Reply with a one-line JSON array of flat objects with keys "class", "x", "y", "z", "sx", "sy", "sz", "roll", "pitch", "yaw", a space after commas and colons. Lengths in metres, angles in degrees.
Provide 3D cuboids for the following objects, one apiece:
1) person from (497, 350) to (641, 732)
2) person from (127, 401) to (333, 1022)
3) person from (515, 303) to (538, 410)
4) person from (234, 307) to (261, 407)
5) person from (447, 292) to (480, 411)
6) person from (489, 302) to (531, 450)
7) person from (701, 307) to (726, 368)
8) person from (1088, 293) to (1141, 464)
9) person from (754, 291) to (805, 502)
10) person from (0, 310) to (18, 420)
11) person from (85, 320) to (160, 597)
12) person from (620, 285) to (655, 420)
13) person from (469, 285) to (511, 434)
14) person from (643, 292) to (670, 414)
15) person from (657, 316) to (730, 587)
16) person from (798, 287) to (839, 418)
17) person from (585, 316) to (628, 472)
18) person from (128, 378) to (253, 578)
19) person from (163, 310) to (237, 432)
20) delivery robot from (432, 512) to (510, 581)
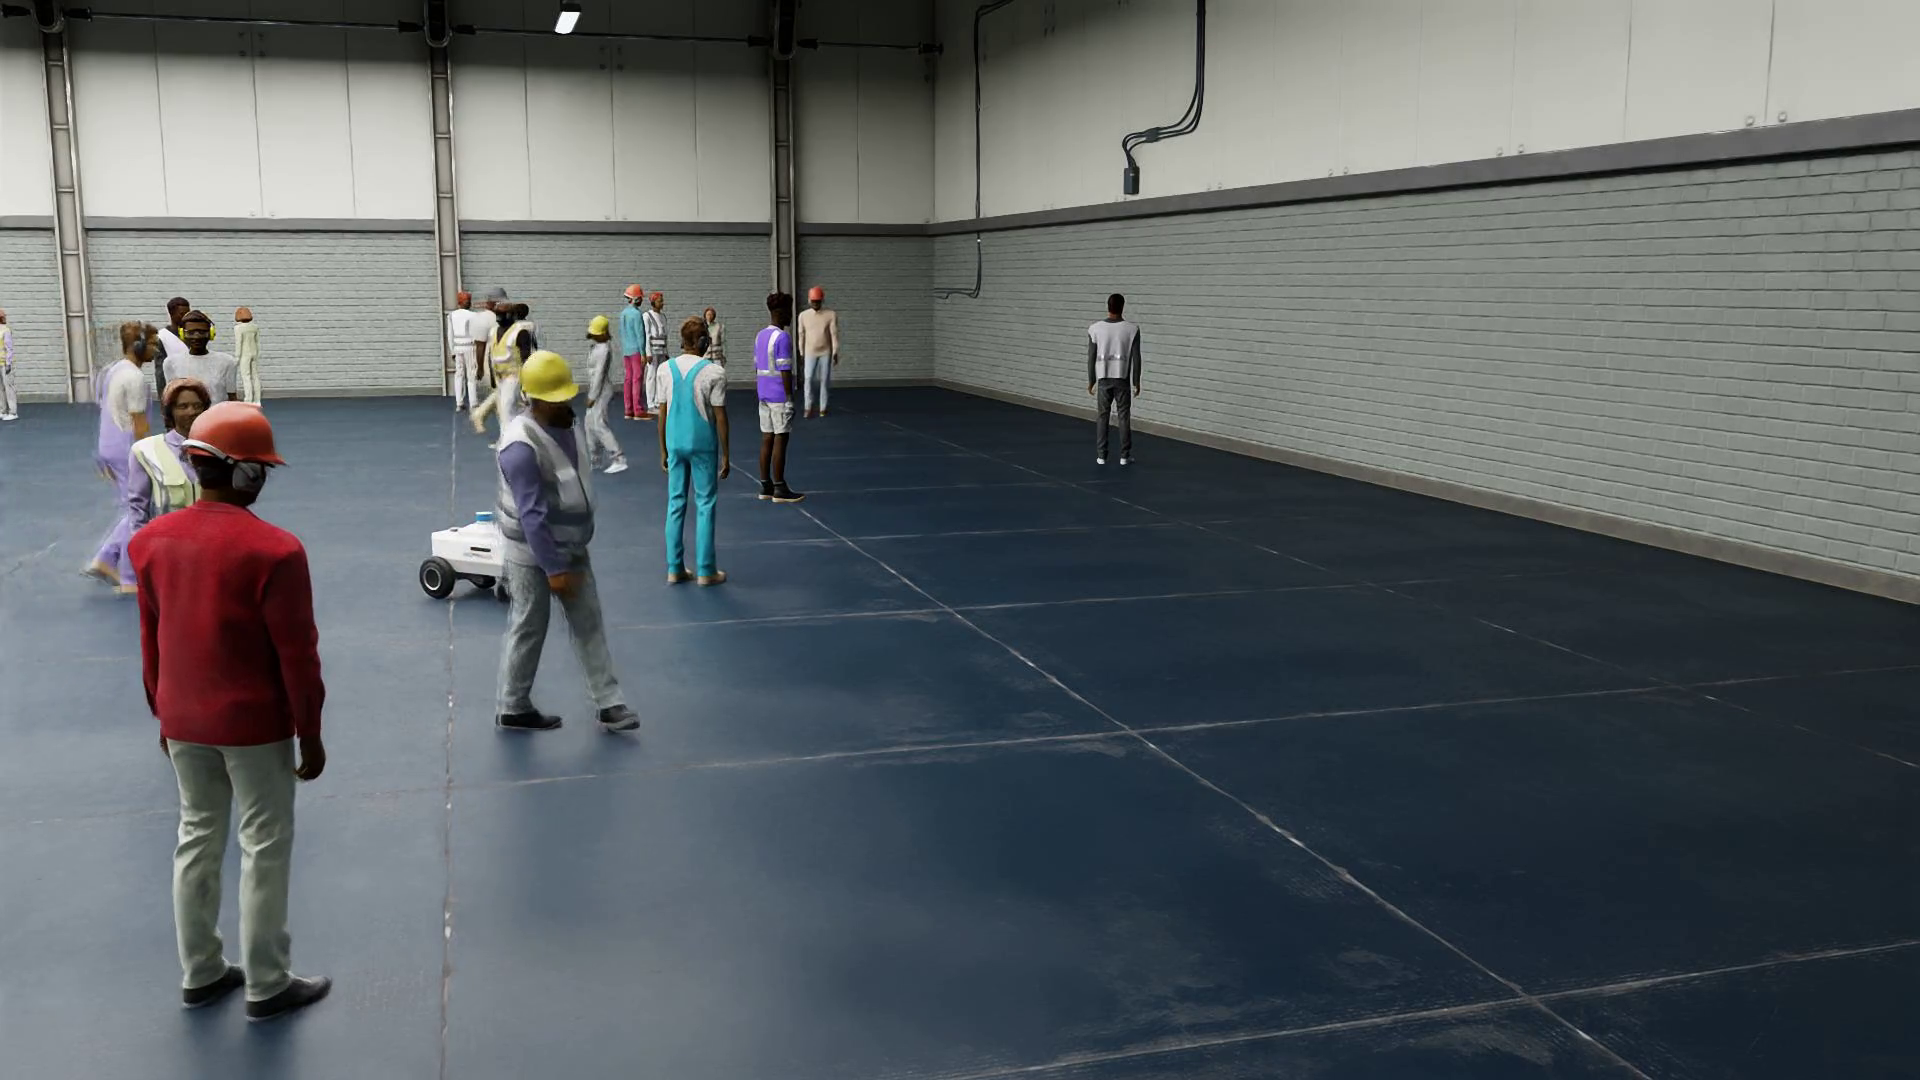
[{"class": "person", "x": -1.780, "y": 0.037, "z": 7.442, "sx": 0.770, "sy": 1.772, "sz": 0.651, "roll": 3, "pitch": 10, "yaw": 21}, {"class": "person", "x": -2.031, "y": 0.481, "z": 4.695, "sx": 0.575, "sy": 1.742, "sz": 0.356, "roll": 3, "pitch": 9, "yaw": 18}, {"class": "person", "x": -6.957, "y": -2.922, "z": 26.541, "sx": 0.317, "sy": 1.695, "sz": 0.540, "roll": 7, "pitch": 11, "yaw": 38}, {"class": "person", "x": -11.562, "y": -2.955, "z": 26.954, "sx": 0.280, "sy": 1.633, "sz": 0.500, "roll": 3, "pitch": 9, "yaw": 16}, {"class": "person", "x": -7.796, "y": -2.972, "z": 26.264, "sx": 0.584, "sy": 1.882, "sz": 0.346, "roll": 4, "pitch": 10, "yaw": 22}, {"class": "person", "x": -5.522, "y": -2.041, "z": 20.585, "sx": 0.633, "sy": 1.814, "sz": 0.852, "roll": 6, "pitch": 11, "yaw": 34}, {"class": "person", "x": -4.051, "y": -2.965, "z": 27.036, "sx": 0.509, "sy": 1.627, "sz": 0.323, "roll": -1, "pitch": 9, "yaw": -9}, {"class": "person", "x": 1.735, "y": -1.804, "z": 18.705, "sx": 0.598, "sy": 1.917, "sz": 0.375, "roll": 2, "pitch": 9, "yaw": 12}, {"class": "person", "x": -1.706, "y": -1.340, "z": 15.592, "sx": 0.362, "sy": 1.963, "sz": 0.614, "roll": -5, "pitch": 10, "yaw": -31}, {"class": "person", "x": -14.168, "y": -2.585, "z": 24.573, "sx": 0.513, "sy": 1.641, "sz": 0.307, "roll": 5, "pitch": 10, "yaw": 28}, {"class": "person", "x": -5.411, "y": -0.523, "z": 10.871, "sx": 0.439, "sy": 1.818, "sz": 0.510, "roll": -6, "pitch": 11, "yaw": -35}, {"class": "person", "x": -4.818, "y": -2.779, "z": 24.686, "sx": 0.380, "sy": 1.995, "sz": 0.611, "roll": -7, "pitch": 11, "yaw": -37}, {"class": "person", "x": -6.106, "y": -2.346, "z": 21.774, "sx": 0.855, "sy": 2.000, "sz": 0.677, "roll": 2, "pitch": 9, "yaw": 15}, {"class": "person", "x": -4.699, "y": -2.901, "z": 25.823, "sx": 0.355, "sy": 1.882, "sz": 0.575, "roll": 3, "pitch": 10, "yaw": 21}, {"class": "person", "x": -1.795, "y": -0.593, "z": 11.265, "sx": 0.516, "sy": 1.835, "sz": 0.357, "roll": 2, "pitch": 9, "yaw": 15}, {"class": "person", "x": -2.120, "y": -2.786, "z": 24.886, "sx": 0.614, "sy": 1.951, "sz": 0.916, "roll": 0, "pitch": 9, "yaw": -1}, {"class": "person", "x": -3.887, "y": -1.573, "z": 17.971, "sx": 0.503, "sy": 1.698, "sz": 0.543, "roll": -3, "pitch": 9, "yaw": -17}, {"class": "person", "x": -3.462, "y": 0.086, "z": 7.533, "sx": 0.524, "sy": 1.639, "sz": 0.307, "roll": -5, "pitch": 10, "yaw": -28}, {"class": "person", "x": -5.450, "y": -0.725, "z": 12.011, "sx": 0.510, "sy": 1.863, "sz": 0.326, "roll": -3, "pitch": 10, "yaw": -20}, {"class": "delivery robot", "x": -3.096, "y": 0.059, "z": 10.854, "sx": 0.707, "sy": 0.478, "sz": 0.477, "roll": 5, "pitch": 10, "yaw": 28}]
